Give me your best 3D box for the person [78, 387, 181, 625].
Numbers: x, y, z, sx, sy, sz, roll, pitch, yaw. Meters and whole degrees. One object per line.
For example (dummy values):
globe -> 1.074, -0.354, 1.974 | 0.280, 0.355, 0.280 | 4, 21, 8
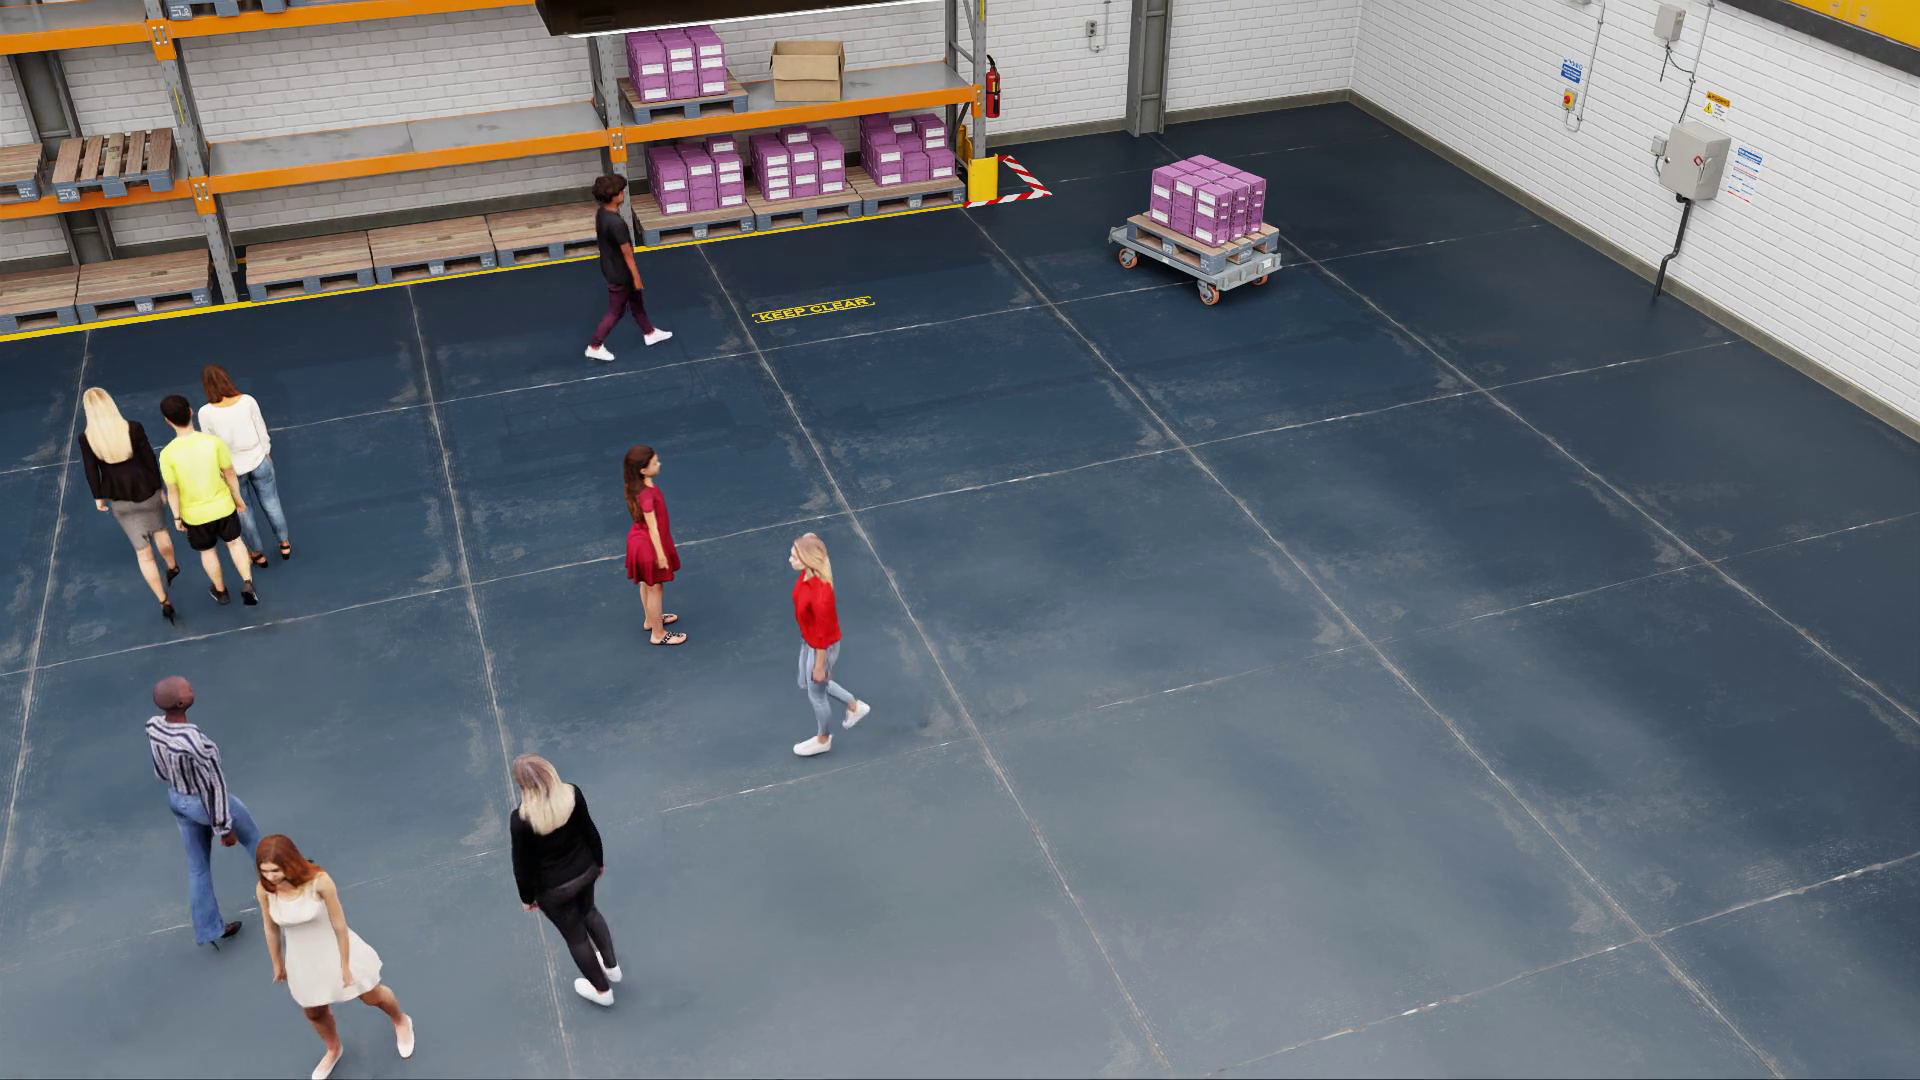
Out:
person -> -5.801, -0.200, 11.720 | 0.886, 1.818, 0.732 | -15, 36, -21

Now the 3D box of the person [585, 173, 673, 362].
person -> -3.185, -2.458, 15.176 | 1.164, 1.753, 0.767 | -18, 37, -24

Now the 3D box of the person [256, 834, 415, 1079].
person -> -3.231, 2.082, 8.398 | 0.748, 1.695, 0.882 | 1, 34, 1

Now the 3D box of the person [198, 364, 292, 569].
person -> -5.325, -0.545, 12.364 | 0.578, 1.680, 0.729 | -22, 40, -30

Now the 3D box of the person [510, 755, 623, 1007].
person -> -2.044, 1.838, 8.804 | 0.734, 1.652, 0.821 | -23, 40, -30

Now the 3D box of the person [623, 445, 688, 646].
person -> -2.175, 0.021, 11.627 | 0.589, 1.553, 0.537 | -12, 35, -17

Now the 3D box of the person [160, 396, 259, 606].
person -> -5.339, -0.211, 11.857 | 0.867, 1.685, 0.821 | -21, 39, -28

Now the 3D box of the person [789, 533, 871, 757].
person -> -0.821, 0.663, 10.531 | 0.771, 1.698, 0.663 | -8, 34, -12

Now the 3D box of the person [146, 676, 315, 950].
person -> -4.217, 1.552, 9.132 | 1.063, 1.765, 1.127 | 15, 36, 21
